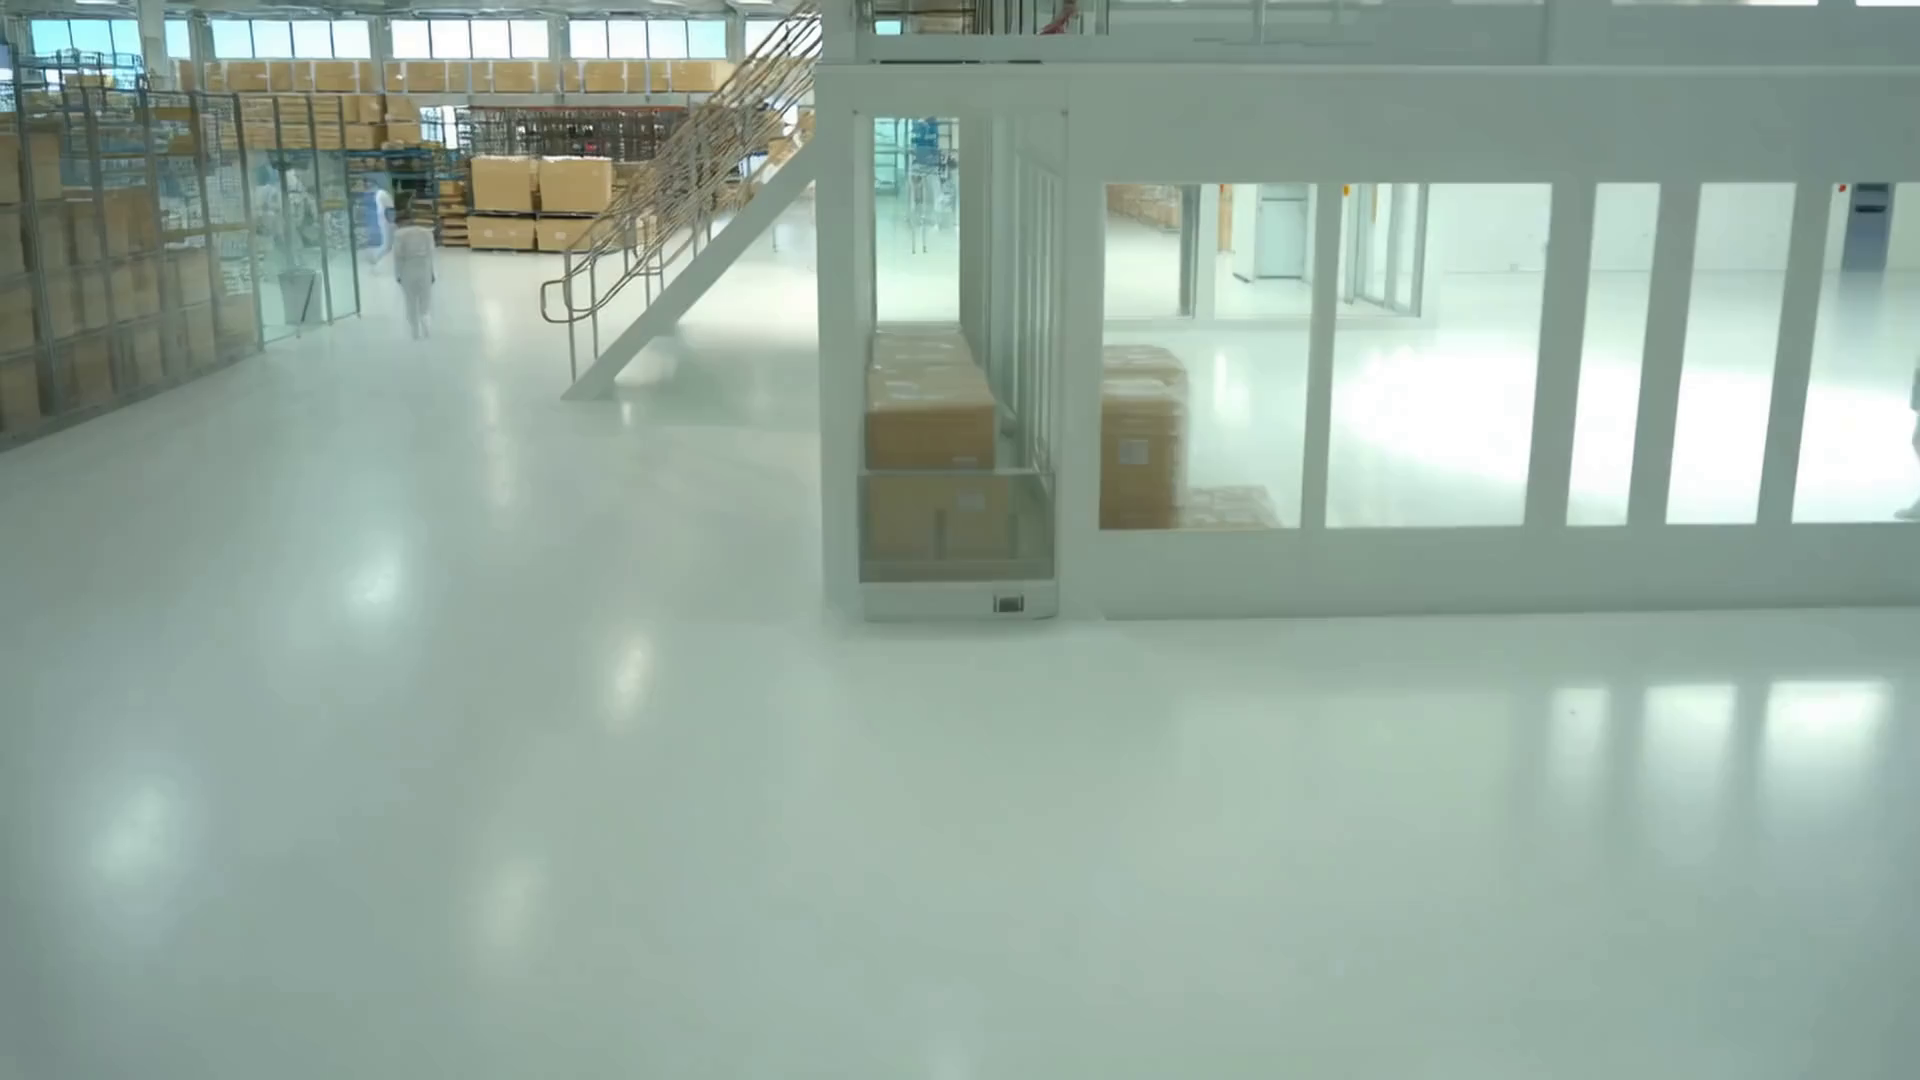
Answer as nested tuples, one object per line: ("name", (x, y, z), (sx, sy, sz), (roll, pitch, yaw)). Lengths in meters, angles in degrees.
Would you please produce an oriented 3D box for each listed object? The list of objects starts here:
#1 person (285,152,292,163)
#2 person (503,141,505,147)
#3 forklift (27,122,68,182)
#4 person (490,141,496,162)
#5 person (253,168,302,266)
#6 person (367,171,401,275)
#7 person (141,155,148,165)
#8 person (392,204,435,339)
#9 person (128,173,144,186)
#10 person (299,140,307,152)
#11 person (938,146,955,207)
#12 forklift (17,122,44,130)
("person", (-23.124, -12.498, 57.520), (0.610, 1.778, 0.945), (0, 14, 2))
("person", (-24.336, -20.452, 89.200), (0.590, 1.833, 0.404), (10, 17, 35))
("forklift", (-35.376, -14.773, 64.377), (1.129, 2.768, 1.873), (-1, 14, -2))
("person", (-23.051, -18.768, 82.147), (0.392, 1.991, 0.612), (-5, 15, -20))
("person", (-13.191, -6.142, 31.827), (0.986, 1.932, 0.599), (1, 14, 4))
("person", (-10.528, -5.790, 30.488), (0.604, 1.899, 0.596), (3, 14, 12))
("person", (-34.428, -15.732, 70.567), (0.527, 1.730, 0.891), (-5, 15, -21))
("person", (-7.043, -3.456, 21.473), (0.504, 1.725, 0.441), (-6, 15, -23))
("person", (-16.565, -6.520, 33.653), (0.325, 1.767, 0.533), (-10, 17, -34))
("person", (-34.120, -19.823, 86.497), (0.445, 1.924, 0.615), (-2, 14, -9))
("person", (-0.468, -12.196, 55.804), (0.608, 2.032, 0.533), (9, 16, 31))
("forklift", (-38.459, -15.959, 69.119), (1.129, 2.768, 1.873), (-1, 14, -3))
